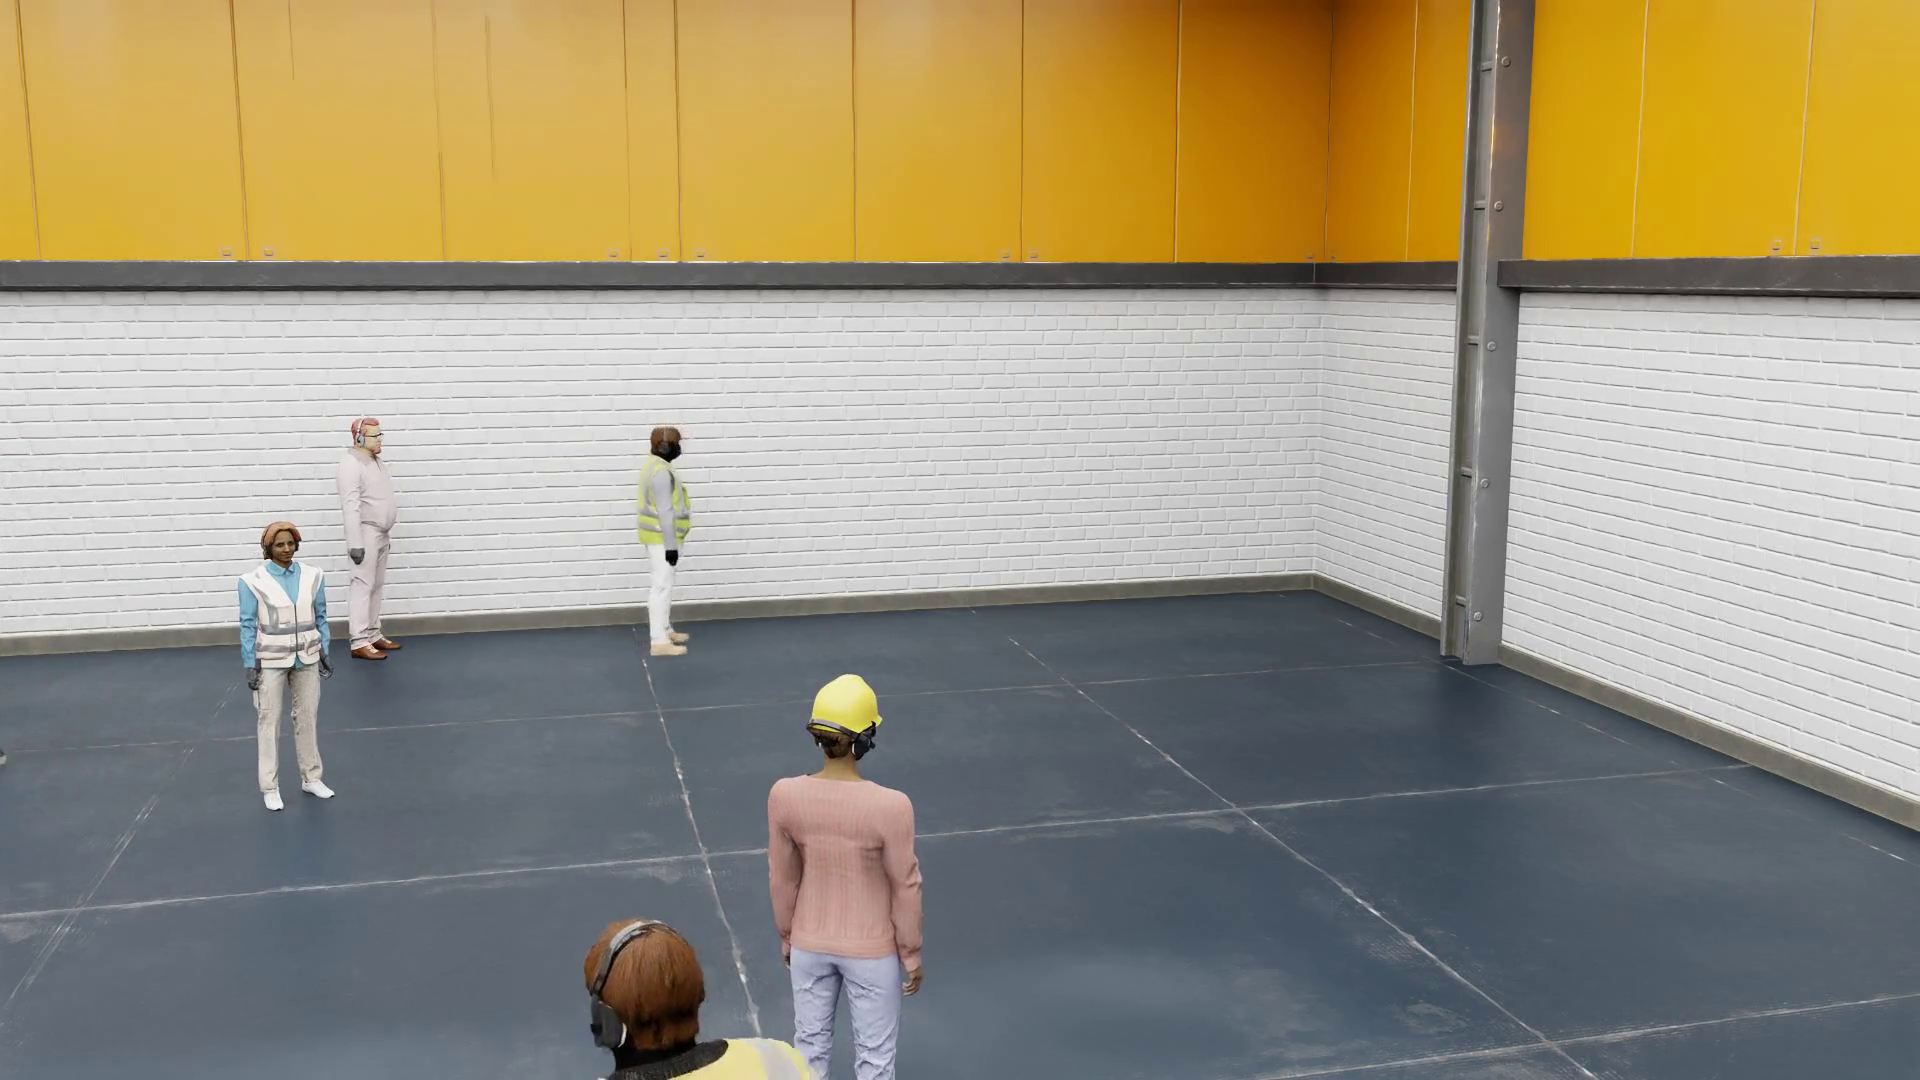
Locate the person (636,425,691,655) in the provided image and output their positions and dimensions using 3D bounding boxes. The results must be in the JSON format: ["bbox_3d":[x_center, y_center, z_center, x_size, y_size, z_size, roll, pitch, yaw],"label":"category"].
[{"bbox_3d":[-2.370,-0.010,13.342,0.429,1.842,0.629,-3,10,-17],"label":"person"}]

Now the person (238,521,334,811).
[{"bbox_3d":[-3.837,0.703,9.486,0.306,1.639,0.521,8,12,41],"label":"person"}]

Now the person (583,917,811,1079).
[{"bbox_3d":[-0.616,1.603,3.355,0.635,1.804,0.889,-6,11,-31],"label":"person"}]

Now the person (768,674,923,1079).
[{"bbox_3d":[-0.360,1.303,5.347,0.524,1.769,0.308,3,10,20],"label":"person"}]

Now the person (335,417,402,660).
[{"bbox_3d":[-4.658,-0.020,13.165,0.402,1.906,0.651,0,9,1],"label":"person"}]
